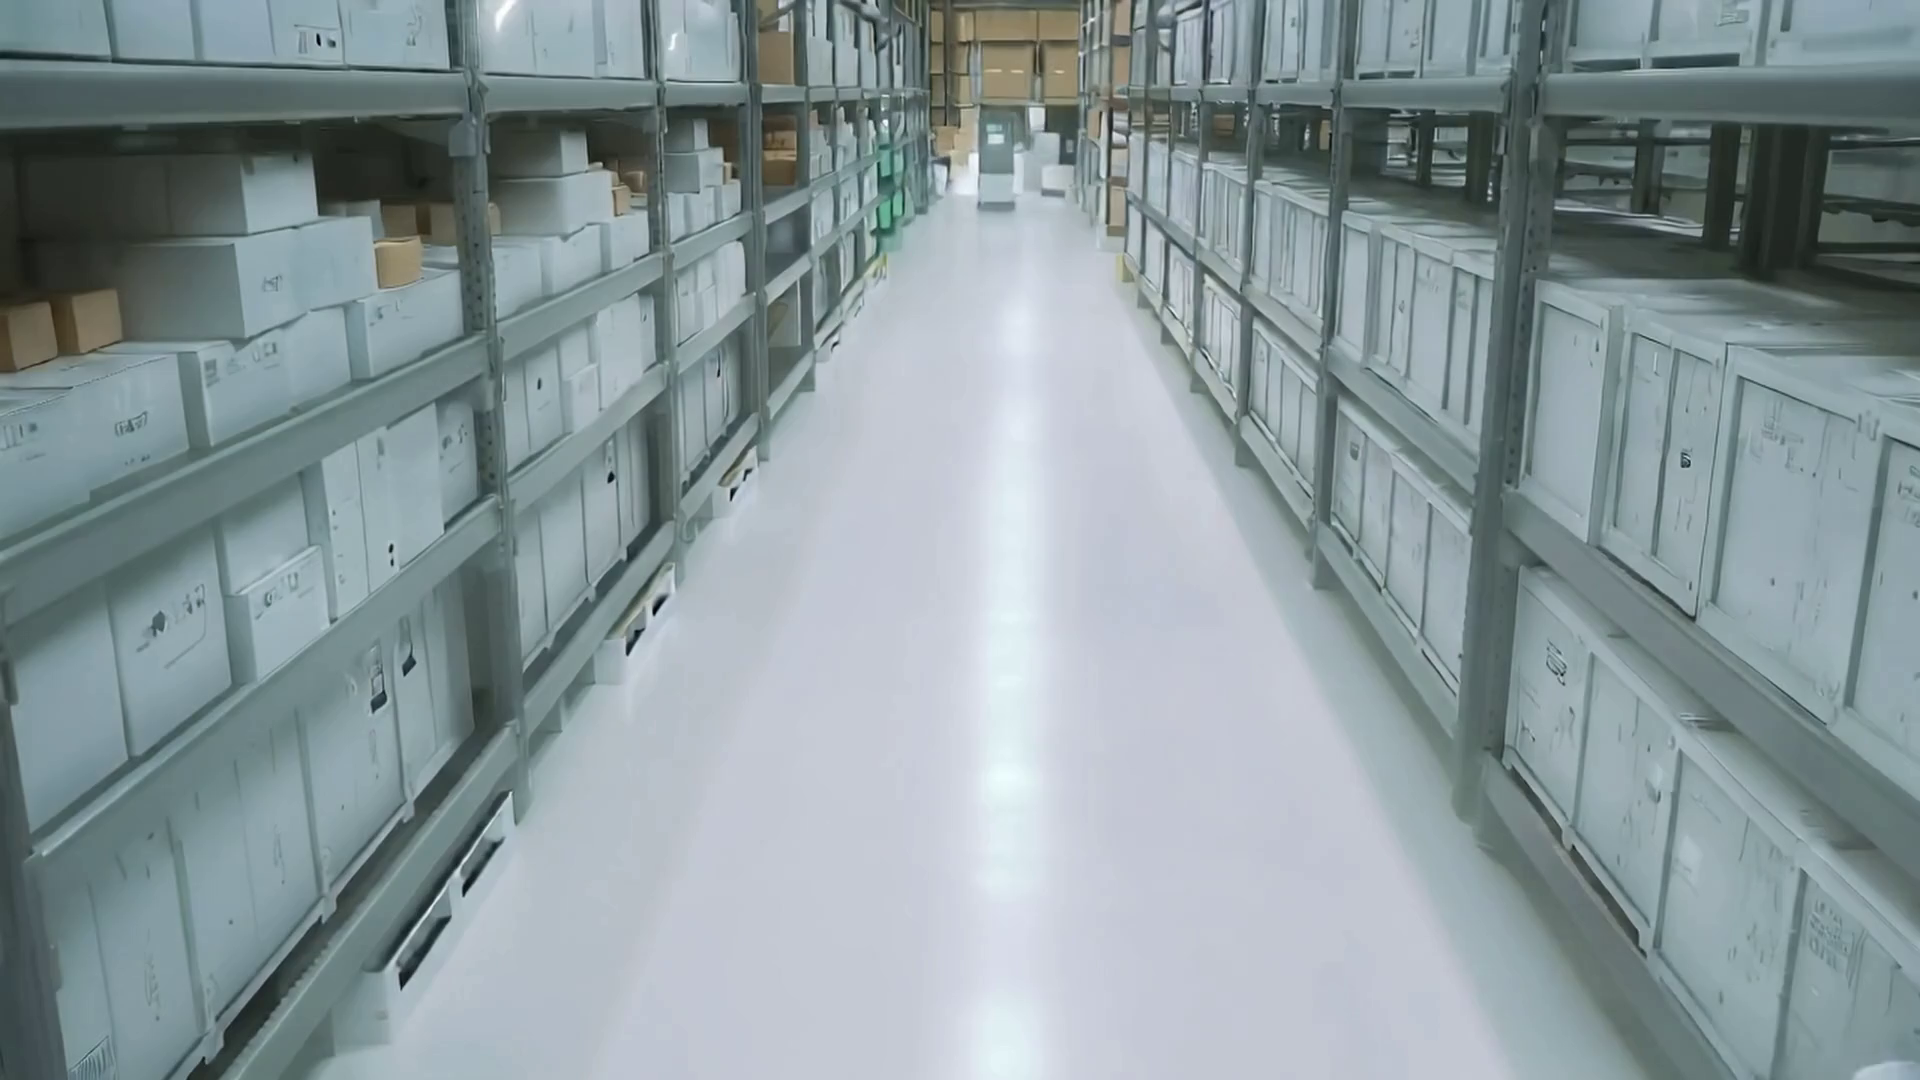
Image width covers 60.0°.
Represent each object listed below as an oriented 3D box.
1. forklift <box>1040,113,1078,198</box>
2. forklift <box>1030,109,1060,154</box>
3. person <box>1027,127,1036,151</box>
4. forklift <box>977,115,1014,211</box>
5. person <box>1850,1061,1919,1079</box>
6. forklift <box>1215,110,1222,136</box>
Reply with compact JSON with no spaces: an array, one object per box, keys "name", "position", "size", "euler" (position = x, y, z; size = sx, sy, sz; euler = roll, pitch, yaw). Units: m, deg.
[{"name":"forklift","position":[3.710,-12.992,56.130],"size":[1.873,2.768,1.129],"euler":[-14,20,-42]},{"name":"forklift","position":[3.954,-16.817,70.363],"size":[1.873,2.768,1.129],"euler":[-2,15,-6]},{"name":"person","position":[3.399,-18.040,76.703],"size":[0.630,1.936,0.366],"euler":[-5,16,-17]},{"name":"forklift","position":[1.084,-11.378,50.124],"size":[1.129,2.768,1.873],"euler":[0,15,1]},{"name":"person","position":[1.718,1.822,3.248],"size":[0.530,1.695,0.812],"euler":[-12,19,-37]},{"name":"forklift","position":[10.013,-15.531,65.578],"size":[1.873,2.768,1.129],"euler":[0,15,2]}]
